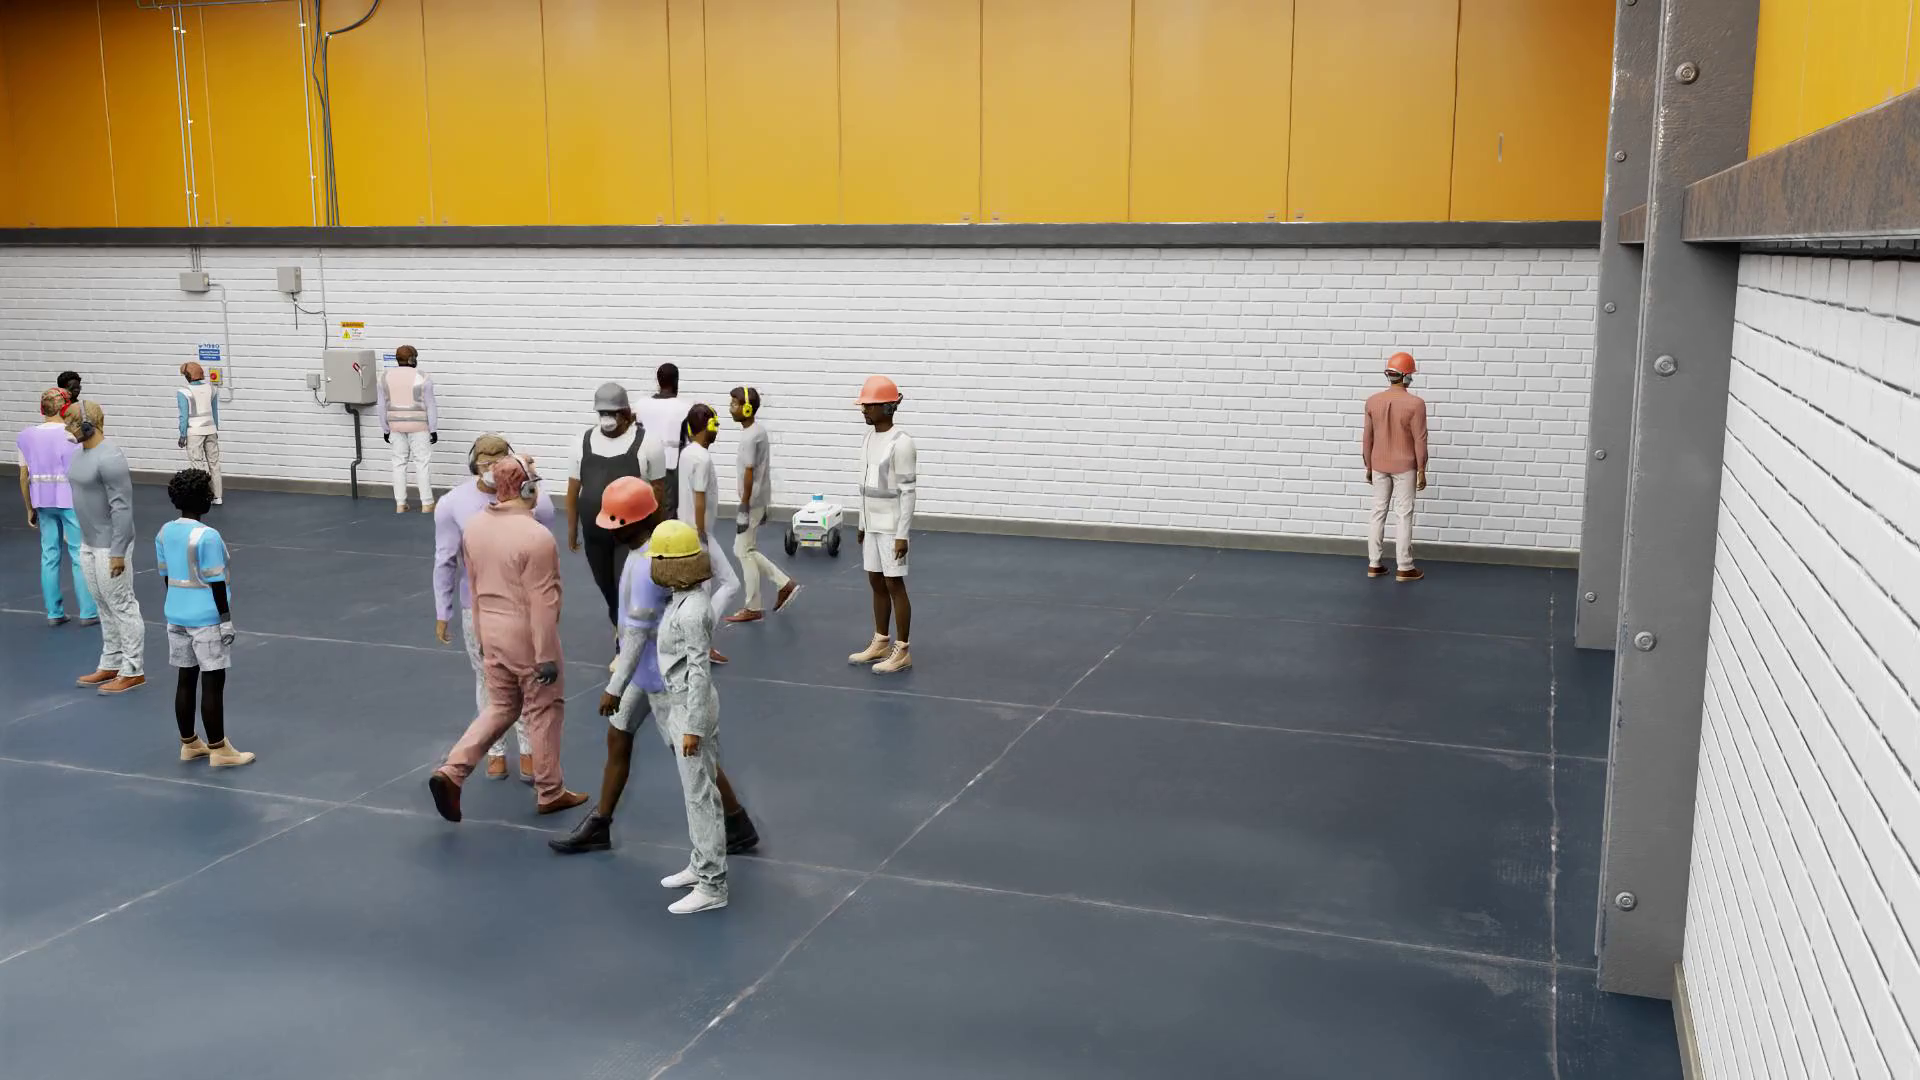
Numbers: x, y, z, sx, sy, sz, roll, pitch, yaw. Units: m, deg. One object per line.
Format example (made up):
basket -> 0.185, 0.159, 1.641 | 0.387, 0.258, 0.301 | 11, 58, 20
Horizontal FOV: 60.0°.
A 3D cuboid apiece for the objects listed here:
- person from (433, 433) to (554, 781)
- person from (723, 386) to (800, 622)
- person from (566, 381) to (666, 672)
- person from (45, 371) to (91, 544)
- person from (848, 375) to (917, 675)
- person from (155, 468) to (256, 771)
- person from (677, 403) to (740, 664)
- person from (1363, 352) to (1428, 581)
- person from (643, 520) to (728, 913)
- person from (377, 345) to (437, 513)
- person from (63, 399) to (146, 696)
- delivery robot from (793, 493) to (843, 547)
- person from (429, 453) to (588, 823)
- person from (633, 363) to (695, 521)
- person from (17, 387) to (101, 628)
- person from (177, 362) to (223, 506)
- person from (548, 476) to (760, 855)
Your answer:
person -> -2.506, 0.383, 9.001 | 0.646, 1.922, 0.567 | -2, 10, -12
person -> -1.570, -0.266, 12.863 | 0.494, 1.850, 0.517 | -1, 10, -6
person -> -2.414, -0.164, 11.744 | 0.690, 2.000, 0.978 | 1, 10, 5
person -> -8.698, -0.815, 16.376 | 0.315, 1.696, 0.540 | 6, 11, 29
person -> -0.539, -0.104, 11.399 | 0.373, 2.043, 0.615 | -6, 12, -32
person -> -4.245, 0.442, 9.301 | 0.532, 1.696, 0.319 | 6, 12, 32
person -> -1.754, -0.024, 11.532 | 0.455, 1.835, 0.555 | -4, 11, -21
person -> 3.815, -0.641, 14.557 | 0.611, 1.996, 0.379 | 10, 14, 44
person -> -1.209, 0.770, 7.329 | 0.318, 1.739, 0.492 | -2, 10, -14
person -> -6.015, -1.209, 18.195 | 0.626, 1.840, 0.430 | 0, 10, 3
person -> -5.593, 0.045, 10.871 | 0.629, 1.934, 0.376 | 9, 14, 43
delivery robot -> -1.351, -0.201, 15.869 | 0.477, 0.478, 0.707 | 2, 10, 10
person -> -2.285, 0.512, 8.369 | 0.643, 1.892, 0.766 | 8, 13, 37
person -> -2.609, -0.655, 15.001 | 0.611, 1.866, 1.005 | 4, 11, 19
person -> -6.867, -0.238, 12.712 | 0.570, 1.843, 0.373 | 0, 10, 0
person -> -8.467, -1.166, 18.518 | 0.310, 1.640, 0.514 | 5, 11, 24
person -> -1.439, 0.613, 7.887 | 0.988, 1.874, 0.542 | -3, 10, -15
